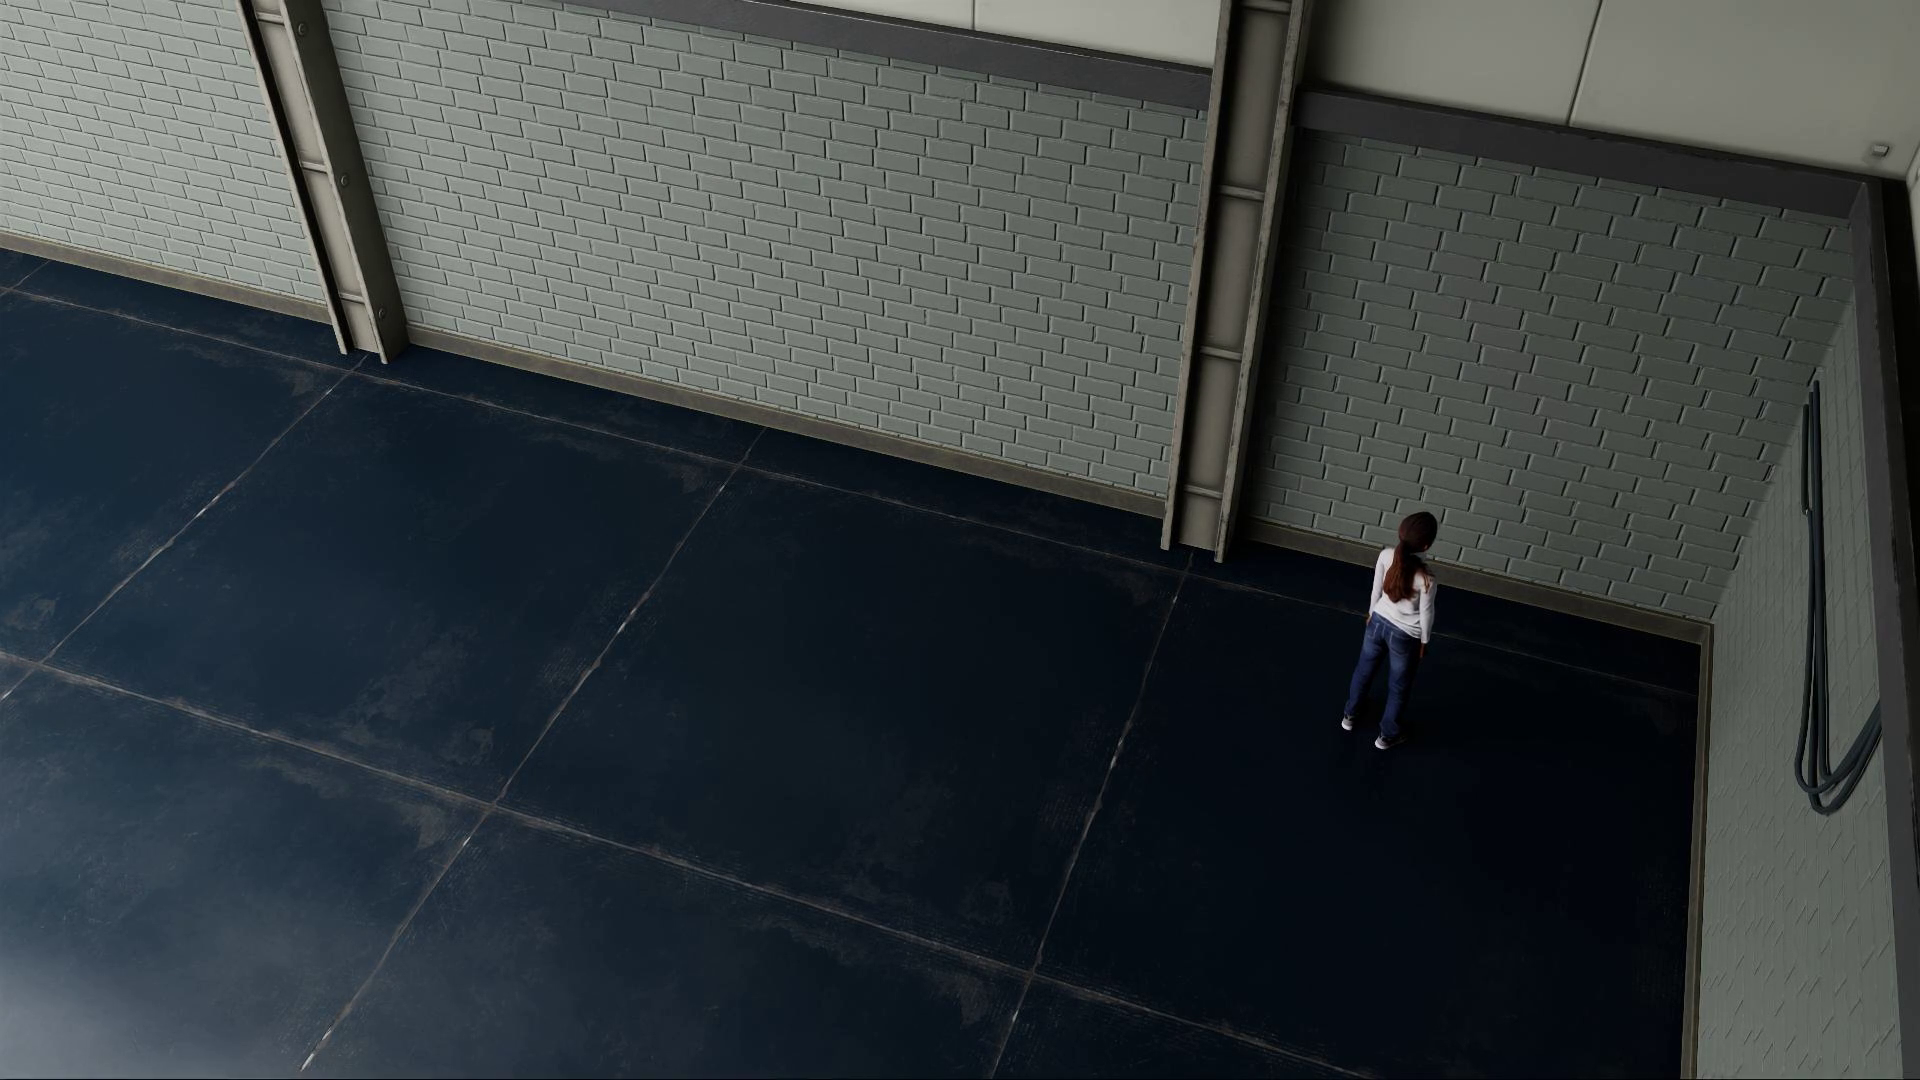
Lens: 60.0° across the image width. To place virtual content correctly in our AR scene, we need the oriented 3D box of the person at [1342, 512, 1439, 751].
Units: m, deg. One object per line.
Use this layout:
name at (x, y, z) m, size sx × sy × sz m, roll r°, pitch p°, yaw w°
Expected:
person at (2.263, 0.463, 8.663) m, size 0.578 × 1.558 × 0.673 m, roll 34°, pitch 52°, yaw 31°
